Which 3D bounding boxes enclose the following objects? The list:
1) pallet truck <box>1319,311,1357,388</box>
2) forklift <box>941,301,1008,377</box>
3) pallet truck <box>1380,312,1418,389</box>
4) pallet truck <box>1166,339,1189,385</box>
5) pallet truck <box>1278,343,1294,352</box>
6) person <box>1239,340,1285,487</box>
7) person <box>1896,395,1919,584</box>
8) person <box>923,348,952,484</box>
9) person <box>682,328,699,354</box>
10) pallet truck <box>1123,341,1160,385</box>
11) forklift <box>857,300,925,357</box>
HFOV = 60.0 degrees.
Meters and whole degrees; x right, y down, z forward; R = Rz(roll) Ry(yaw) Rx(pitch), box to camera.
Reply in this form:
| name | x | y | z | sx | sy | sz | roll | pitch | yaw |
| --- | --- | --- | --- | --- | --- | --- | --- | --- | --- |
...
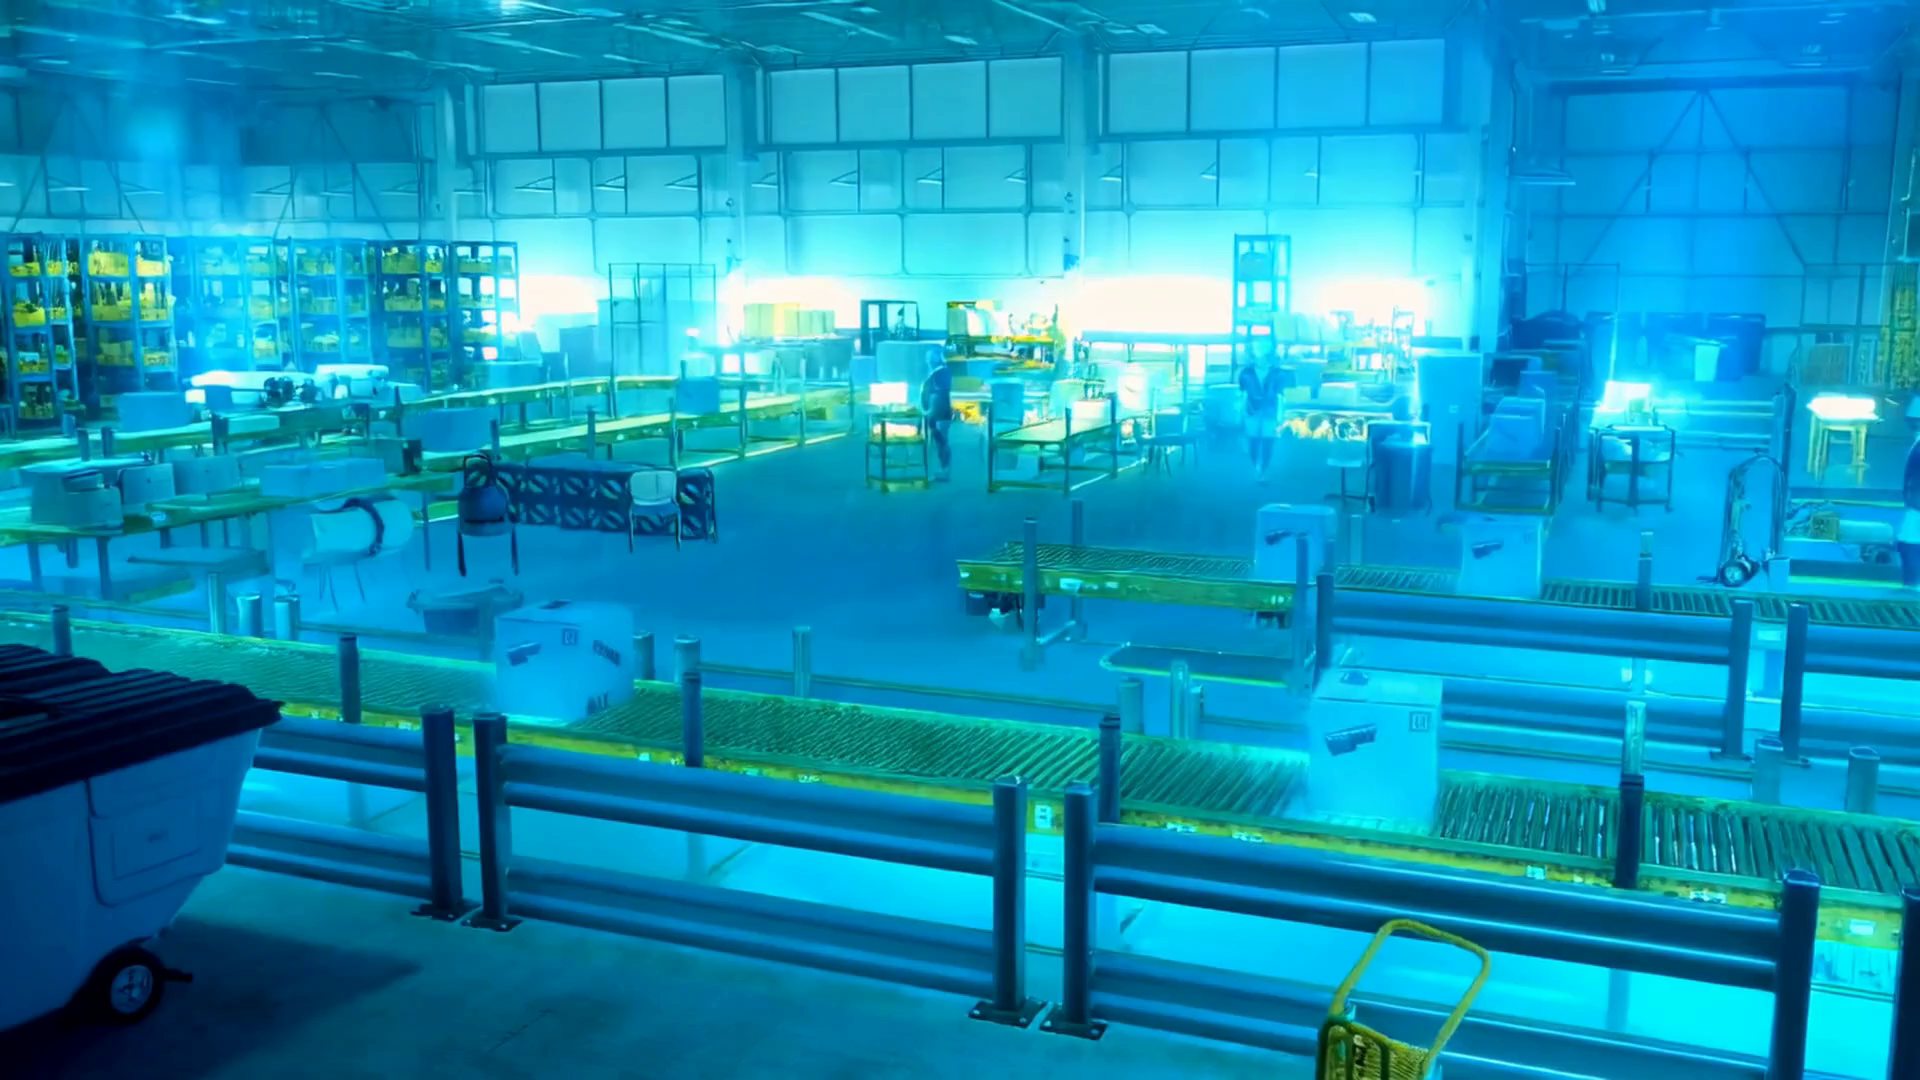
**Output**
| name | x | y | z | sx | sy | sz | roll | pitch | yaw |
| --- | --- | --- | --- | --- | --- | --- | --- | --- | --- |
| pallet truck | 9.071 | -4.419 | 39.190 | 0.823 | 1.965 | 1.885 | 5 | 10 | 26 |
| forklift | 0.365 | -4.966 | 41.571 | 1.157 | 1.987 | 2.680 | 3 | 10 | 20 |
| pallet truck | 10.207 | -4.283 | 38.369 | 0.823 | 1.965 | 1.885 | 3 | 10 | 20 |
| pallet truck | 5.418 | -4.269 | 40.420 | 0.704 | 1.261 | 1.522 | 3 | 10 | 20 |
| pallet truck | 7.886 | -4.163 | 39.743 | 0.653 | 1.274 | 1.630 | 4 | 10 | 22 |
| person | 4.190 | -1.769 | 23.104 | 0.617 | 2.020 | 0.873 | 2 | 10 | 14 |
| person | 8.464 | -0.310 | 14.530 | 0.615 | 1.918 | 0.566 | 3 | 10 | 16 |
| person | -0.326 | -1.736 | 23.260 | 0.399 | 1.900 | 0.634 | -2 | 10 | -11 |
| person | -5.571 | -3.509 | 34.450 | 0.722 | 1.730 | 0.543 | -1 | 9 | -7 |
| pallet truck | 4.445 | -4.380 | 41.279 | 0.680 | 1.201 | 1.601 | 4 | 10 | 22 |
| forklift | -1.732 | -5.109 | 42.468 | 1.157 | 1.987 | 2.680 | 4 | 10 | 22 |
